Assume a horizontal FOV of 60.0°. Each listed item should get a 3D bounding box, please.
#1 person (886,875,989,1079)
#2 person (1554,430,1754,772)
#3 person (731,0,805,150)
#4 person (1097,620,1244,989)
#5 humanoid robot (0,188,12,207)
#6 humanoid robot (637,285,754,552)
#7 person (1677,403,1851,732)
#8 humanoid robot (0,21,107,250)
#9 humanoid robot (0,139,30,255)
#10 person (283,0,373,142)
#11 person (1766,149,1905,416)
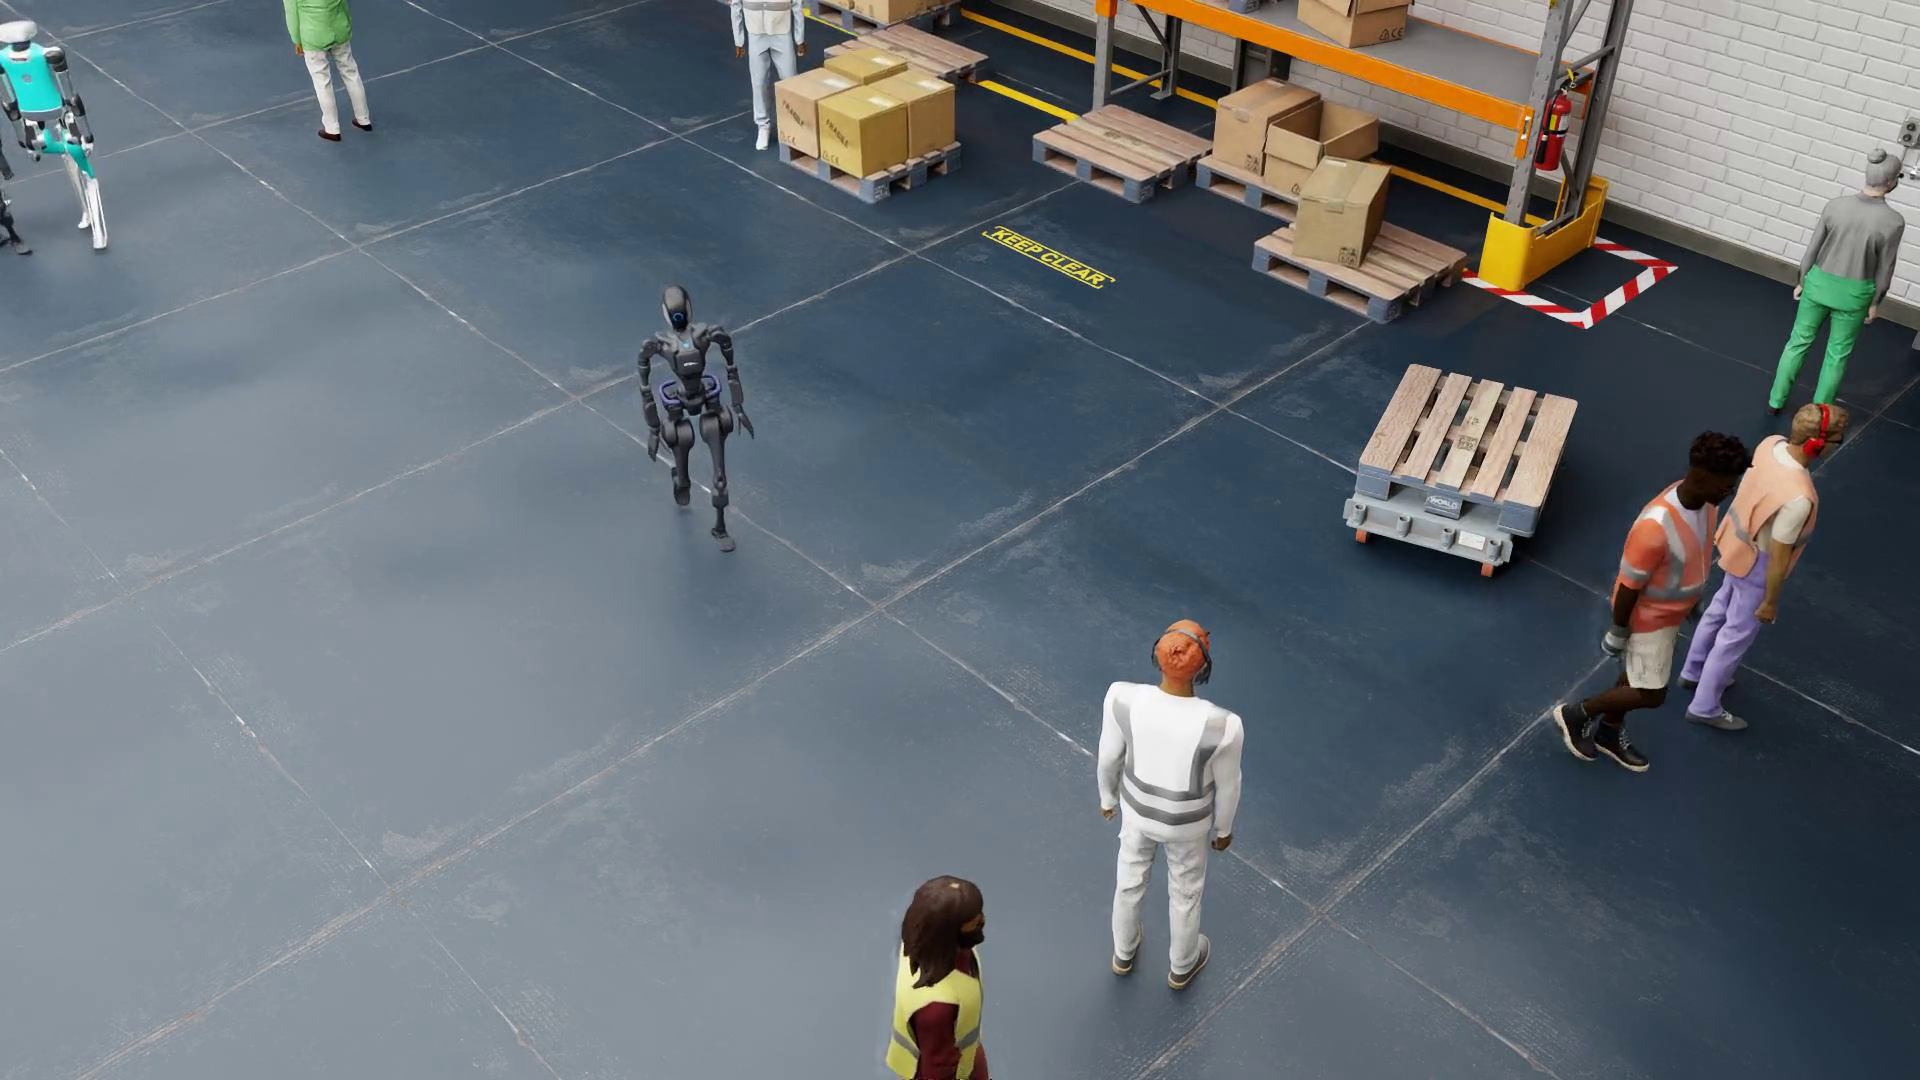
[{"bbox_3d":[-0.097,1.821,5.888,0.709,1.752,0.476,4,37,5],"label":"person"},{"bbox_3d":[3.252,0.321,7.725,0.425,1.939,0.603,30,46,34],"label":"person"},{"bbox_3d":[-1.572,-4.158,13.684,0.596,1.906,0.402,0,37,0],"label":"person"},{"bbox_3d":[0.837,1.096,6.745,0.574,1.882,0.362,15,40,19],"label":"person"},{"bbox_3d":[-7.723,-3.293,12.680,0.698,1.803,0.548,-17,40,-22],"label":"humanoid robot"},{"bbox_3d":[-1.492,-0.742,9.364,0.608,1.637,0.626,-13,39,-17],"label":"humanoid robot"},{"bbox_3d":[3.849,0.125,8.068,0.379,1.836,0.564,5,37,7],"label":"person"},{"bbox_3d":[-6.698,-3.078,12.402,0.538,1.764,0.895,-7,38,-9],"label":"humanoid robot"},{"bbox_3d":[-7.241,-2.857,12.152,0.589,1.640,0.349,1,37,1],"label":"humanoid robot"},{"bbox_3d":[-5.321,-4.229,13.887,0.388,1.776,0.539,30,46,34],"label":"person"},{"bbox_3d":[5.440,-1.554,10.283,0.515,1.845,0.332,27,45,31],"label":"person"}]
